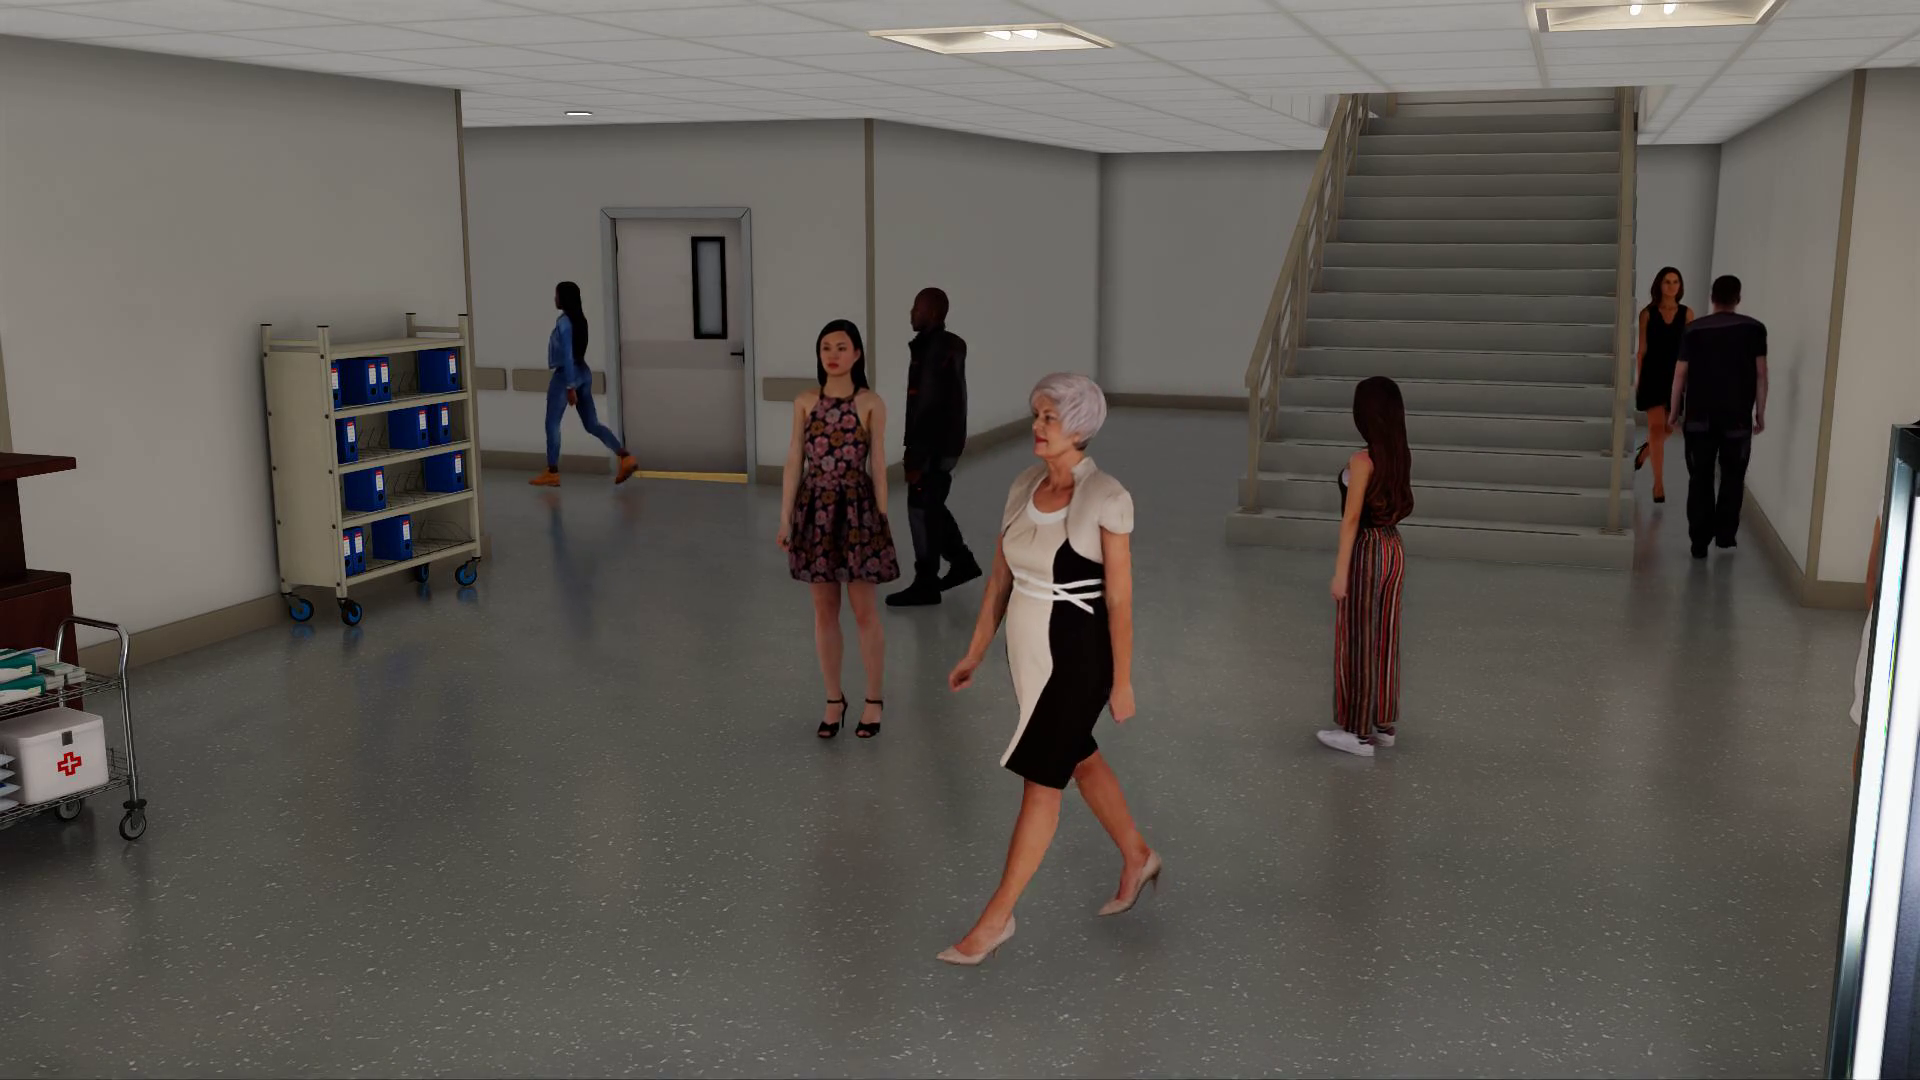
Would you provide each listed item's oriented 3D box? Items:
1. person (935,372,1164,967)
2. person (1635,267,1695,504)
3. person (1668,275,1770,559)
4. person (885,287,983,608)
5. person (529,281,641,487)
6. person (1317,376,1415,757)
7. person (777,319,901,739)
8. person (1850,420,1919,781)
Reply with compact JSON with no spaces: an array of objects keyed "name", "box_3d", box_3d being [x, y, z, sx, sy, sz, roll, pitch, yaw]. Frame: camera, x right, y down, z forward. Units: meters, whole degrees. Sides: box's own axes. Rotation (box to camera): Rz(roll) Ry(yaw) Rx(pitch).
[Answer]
[{"name":"person","box_3d":[0.373,0.392,4.928,1.188,1.707,1.051,-7,13,-33]},{"name":"person","box_3d":[5.504,-1.207,13.078,0.714,1.811,1.109,2,11,9]},{"name":"person","box_3d":[4.926,-0.790,10.805,0.754,1.838,0.724,5,12,24]},{"name":"person","box_3d":[-0.077,-0.535,9.518,0.880,1.818,0.791,1,11,7]},{"name":"person","box_3d":[-3.064,-1.233,13.588,0.851,1.672,1.159,2,11,10]},{"name":"person","box_3d":[1.705,0.095,6.884,0.677,1.562,0.574,10,15,43]},{"name":"person","box_3d":[-0.512,-0.048,7.079,0.678,1.770,0.661,3,11,15]},{"name":"person","box_3d":[3.221,0.345,5.585,0.704,1.555,0.635,-4,12,-22]}]
